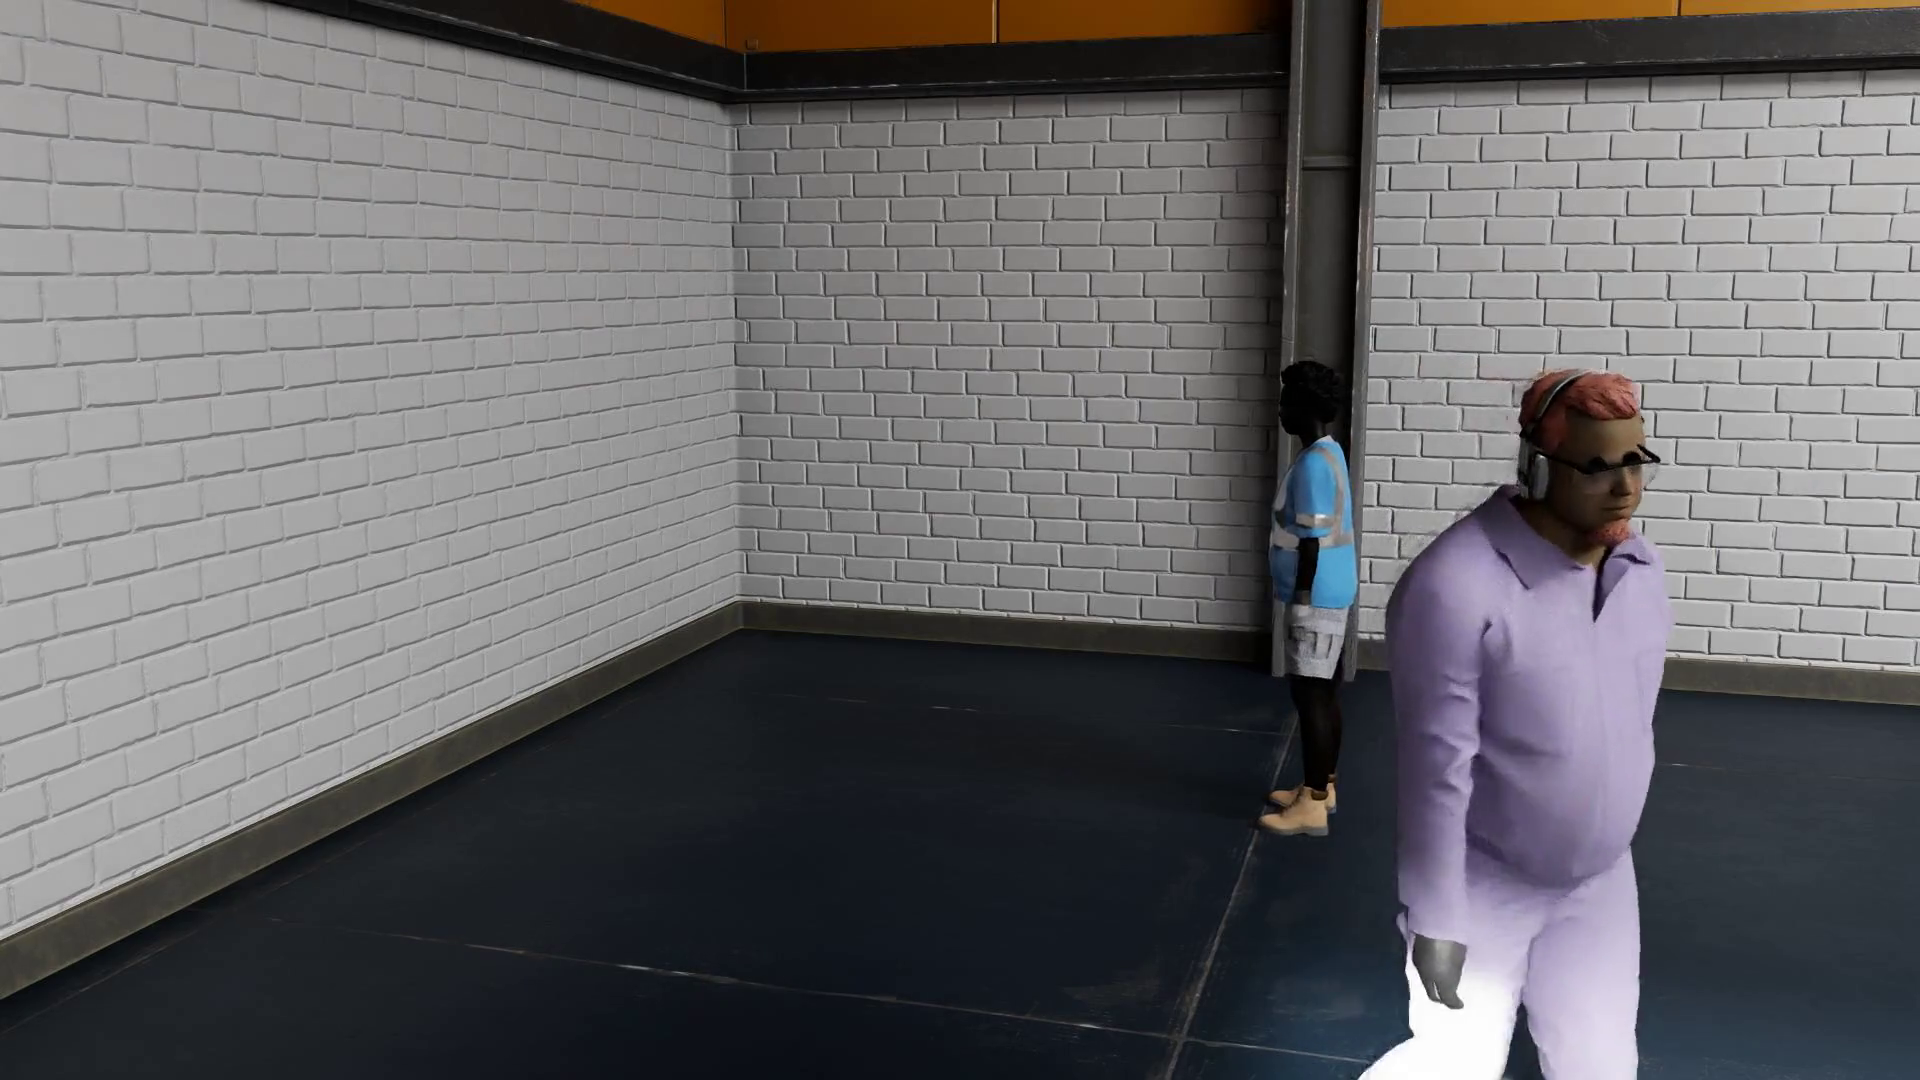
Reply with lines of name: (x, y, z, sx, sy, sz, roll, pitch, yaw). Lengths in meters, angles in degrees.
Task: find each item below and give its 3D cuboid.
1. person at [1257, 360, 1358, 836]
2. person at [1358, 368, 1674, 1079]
person: (1.271, 0.203, 6.011, 0.320, 1.693, 0.539, 2, 10, 15)
person: (1.002, 0.589, 3.151, 0.654, 1.862, 0.780, -4, 10, -22)
